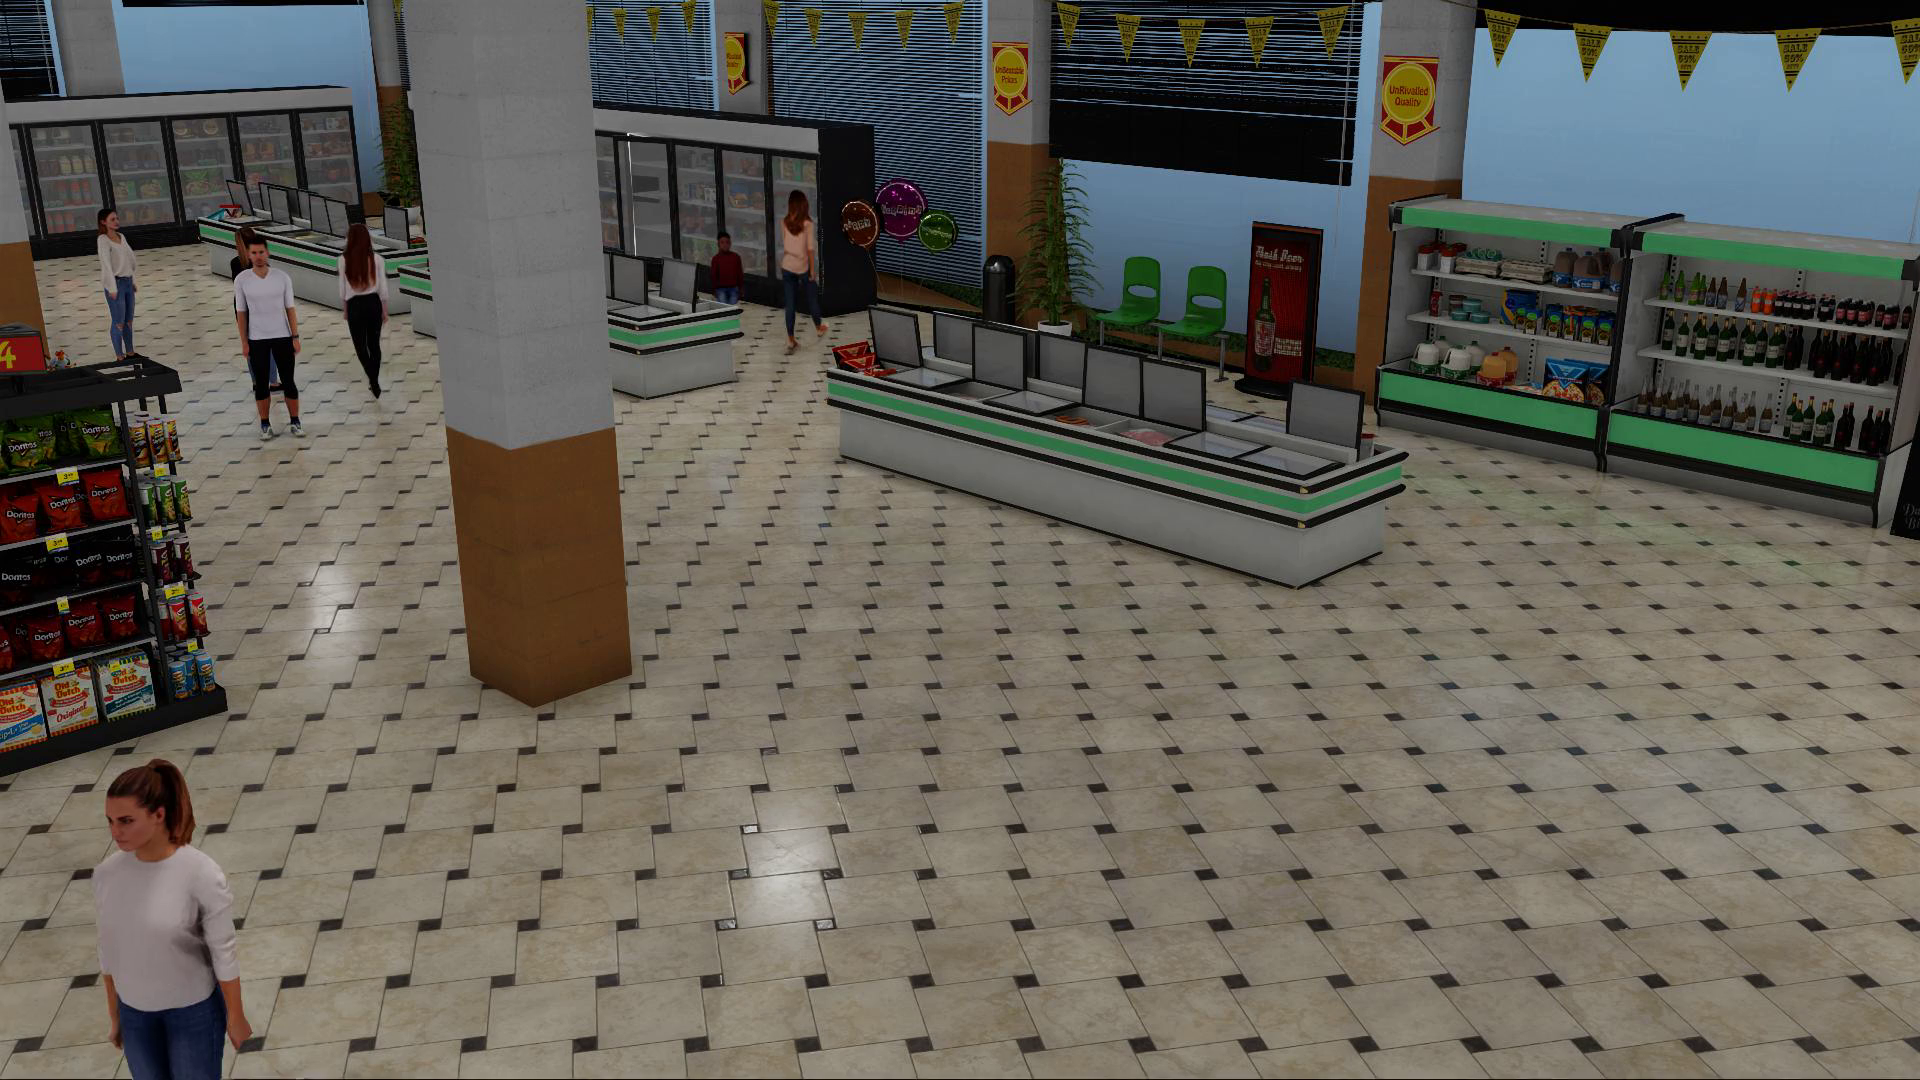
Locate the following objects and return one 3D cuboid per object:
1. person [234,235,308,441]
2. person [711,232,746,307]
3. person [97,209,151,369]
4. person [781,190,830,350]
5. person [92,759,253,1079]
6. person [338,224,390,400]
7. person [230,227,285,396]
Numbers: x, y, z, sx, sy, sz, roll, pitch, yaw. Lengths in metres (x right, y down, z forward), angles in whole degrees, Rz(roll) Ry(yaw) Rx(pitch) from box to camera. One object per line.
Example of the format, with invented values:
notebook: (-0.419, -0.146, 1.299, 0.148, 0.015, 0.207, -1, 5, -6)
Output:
person: (-6.277, -1.842, 15.114, 0.722, 1.848, 0.680, -8, 20, -22)
person: (-2.713, -2.949, 19.377, 0.713, 1.220, 0.916, -7, 20, -20)
person: (-9.109, -2.735, 18.005, 0.743, 1.692, 0.704, 2, 19, 6)
person: (-1.875, -3.007, 18.742, 1.126, 1.736, 1.015, 6, 19, 17)
person: (-2.506, 1.503, 5.415, 0.887, 1.706, 0.902, 4, 19, 13)
person: (-5.839, -2.196, 16.341, 0.794, 1.734, 1.148, -10, 21, -27)
person: (-7.085, -2.307, 16.748, 0.661, 1.684, 0.775, 5, 19, 15)
